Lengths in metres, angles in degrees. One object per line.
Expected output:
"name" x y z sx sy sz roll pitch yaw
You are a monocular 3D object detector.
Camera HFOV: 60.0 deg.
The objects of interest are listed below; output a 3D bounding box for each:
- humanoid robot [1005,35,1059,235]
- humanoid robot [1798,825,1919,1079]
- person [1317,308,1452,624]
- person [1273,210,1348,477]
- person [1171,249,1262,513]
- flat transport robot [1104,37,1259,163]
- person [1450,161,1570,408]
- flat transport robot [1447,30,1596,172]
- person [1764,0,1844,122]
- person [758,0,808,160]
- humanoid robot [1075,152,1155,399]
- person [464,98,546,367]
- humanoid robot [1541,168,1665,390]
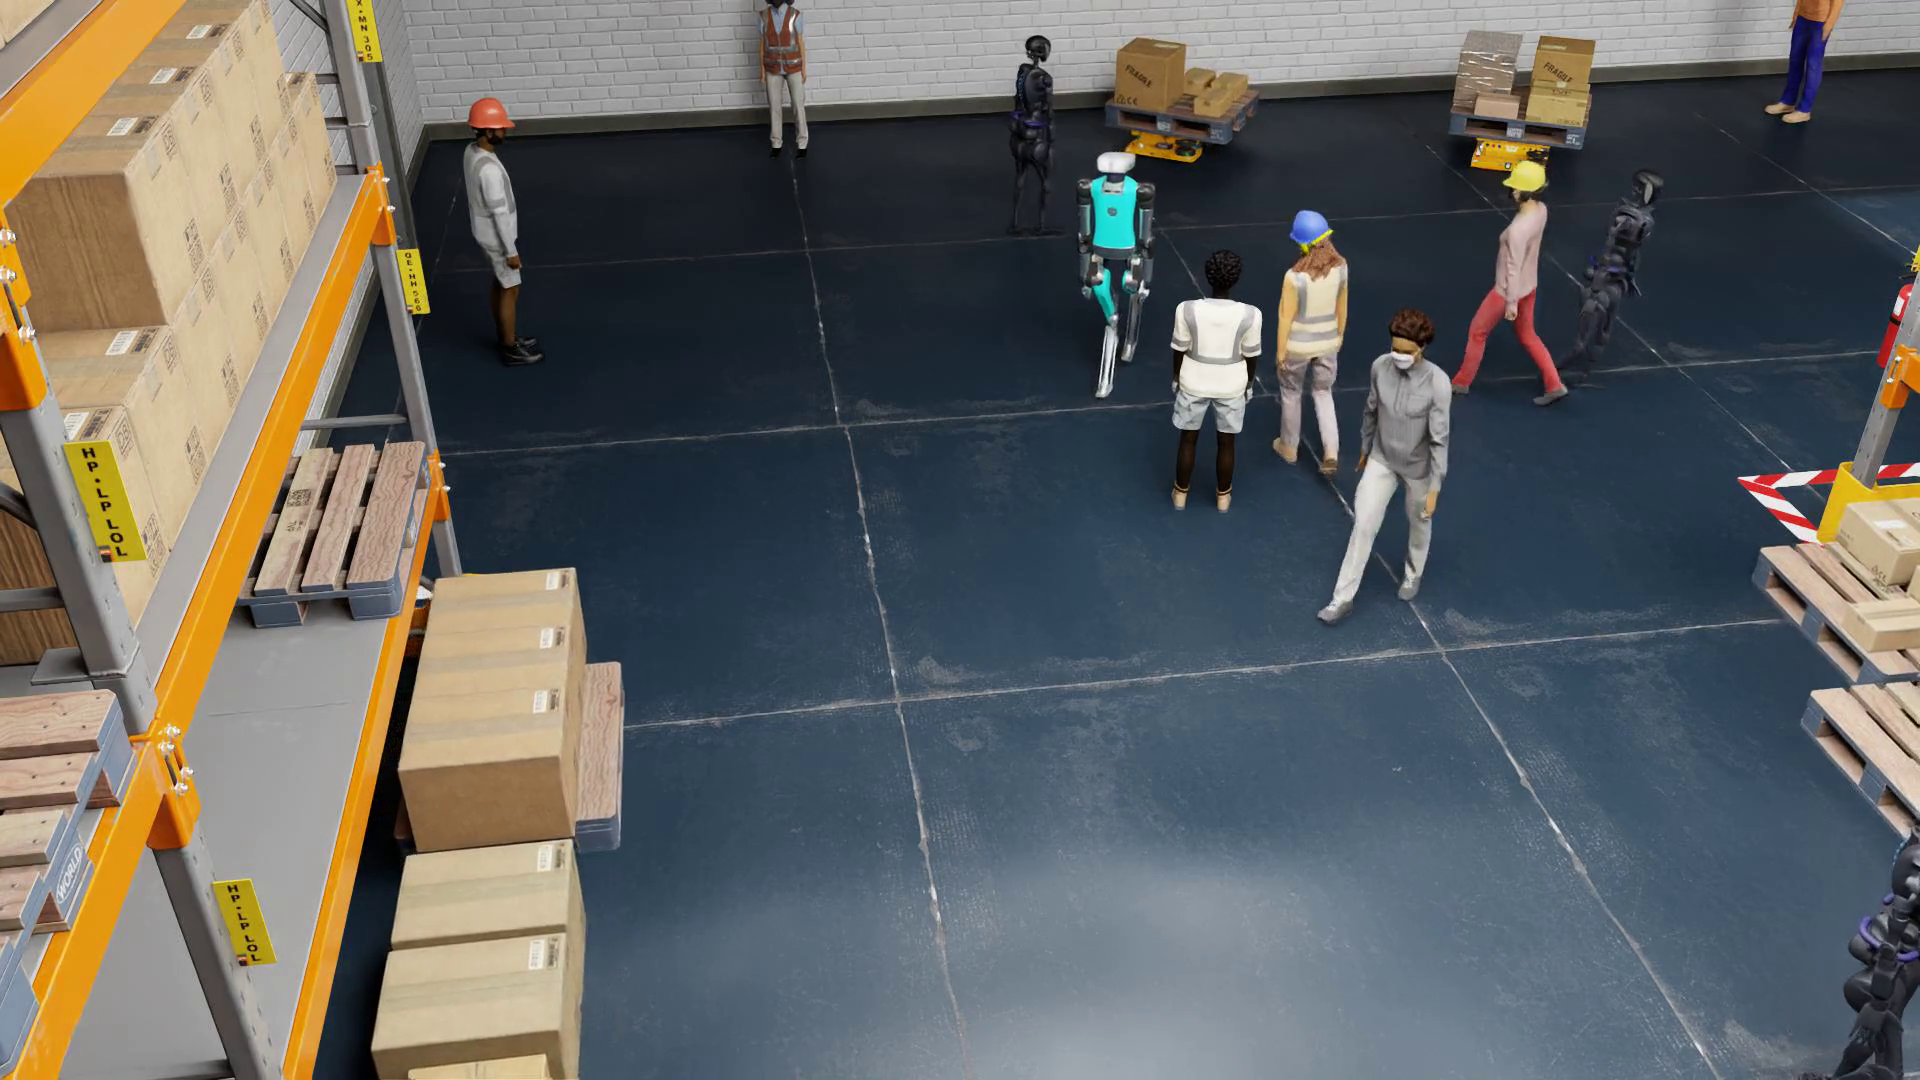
"humanoid robot" 0.572 -3.304 13.641 0.387 1.651 0.585 -18 37 -26
"humanoid robot" 3.504 1.569 6.160 0.589 1.651 0.336 -24 40 -32
"person" 2.374 -0.389 9.002 0.580 1.852 0.906 23 39 30
"person" 2.194 -1.183 10.307 0.477 1.753 0.625 -7 34 -10
"person" 1.512 -0.929 9.971 0.533 1.693 0.320 6 34 9
"flat transport robot" 2.141 -3.953 15.910 0.659 0.231 1.431 14 36 21
"person" 3.754 -1.680 11.095 0.856 1.736 0.517 25 40 33
"flat transport robot" 5.227 -3.789 15.658 0.659 0.231 1.431 12 35 17
"person" 8.232 -5.043 16.027 0.397 1.974 0.516 -10 34 -15
"person" -1.608 -4.300 15.149 0.426 1.680 0.308 2 33 3
"humanoid robot" 1.101 -1.894 11.452 0.550 1.754 1.053 9 34 13
"person" -3.194 -2.132 11.609 0.388 1.926 0.546 -16 36 -23
"humanoid robot" 4.351 -1.740 11.239 0.614 1.645 0.475 -28 42 -36
